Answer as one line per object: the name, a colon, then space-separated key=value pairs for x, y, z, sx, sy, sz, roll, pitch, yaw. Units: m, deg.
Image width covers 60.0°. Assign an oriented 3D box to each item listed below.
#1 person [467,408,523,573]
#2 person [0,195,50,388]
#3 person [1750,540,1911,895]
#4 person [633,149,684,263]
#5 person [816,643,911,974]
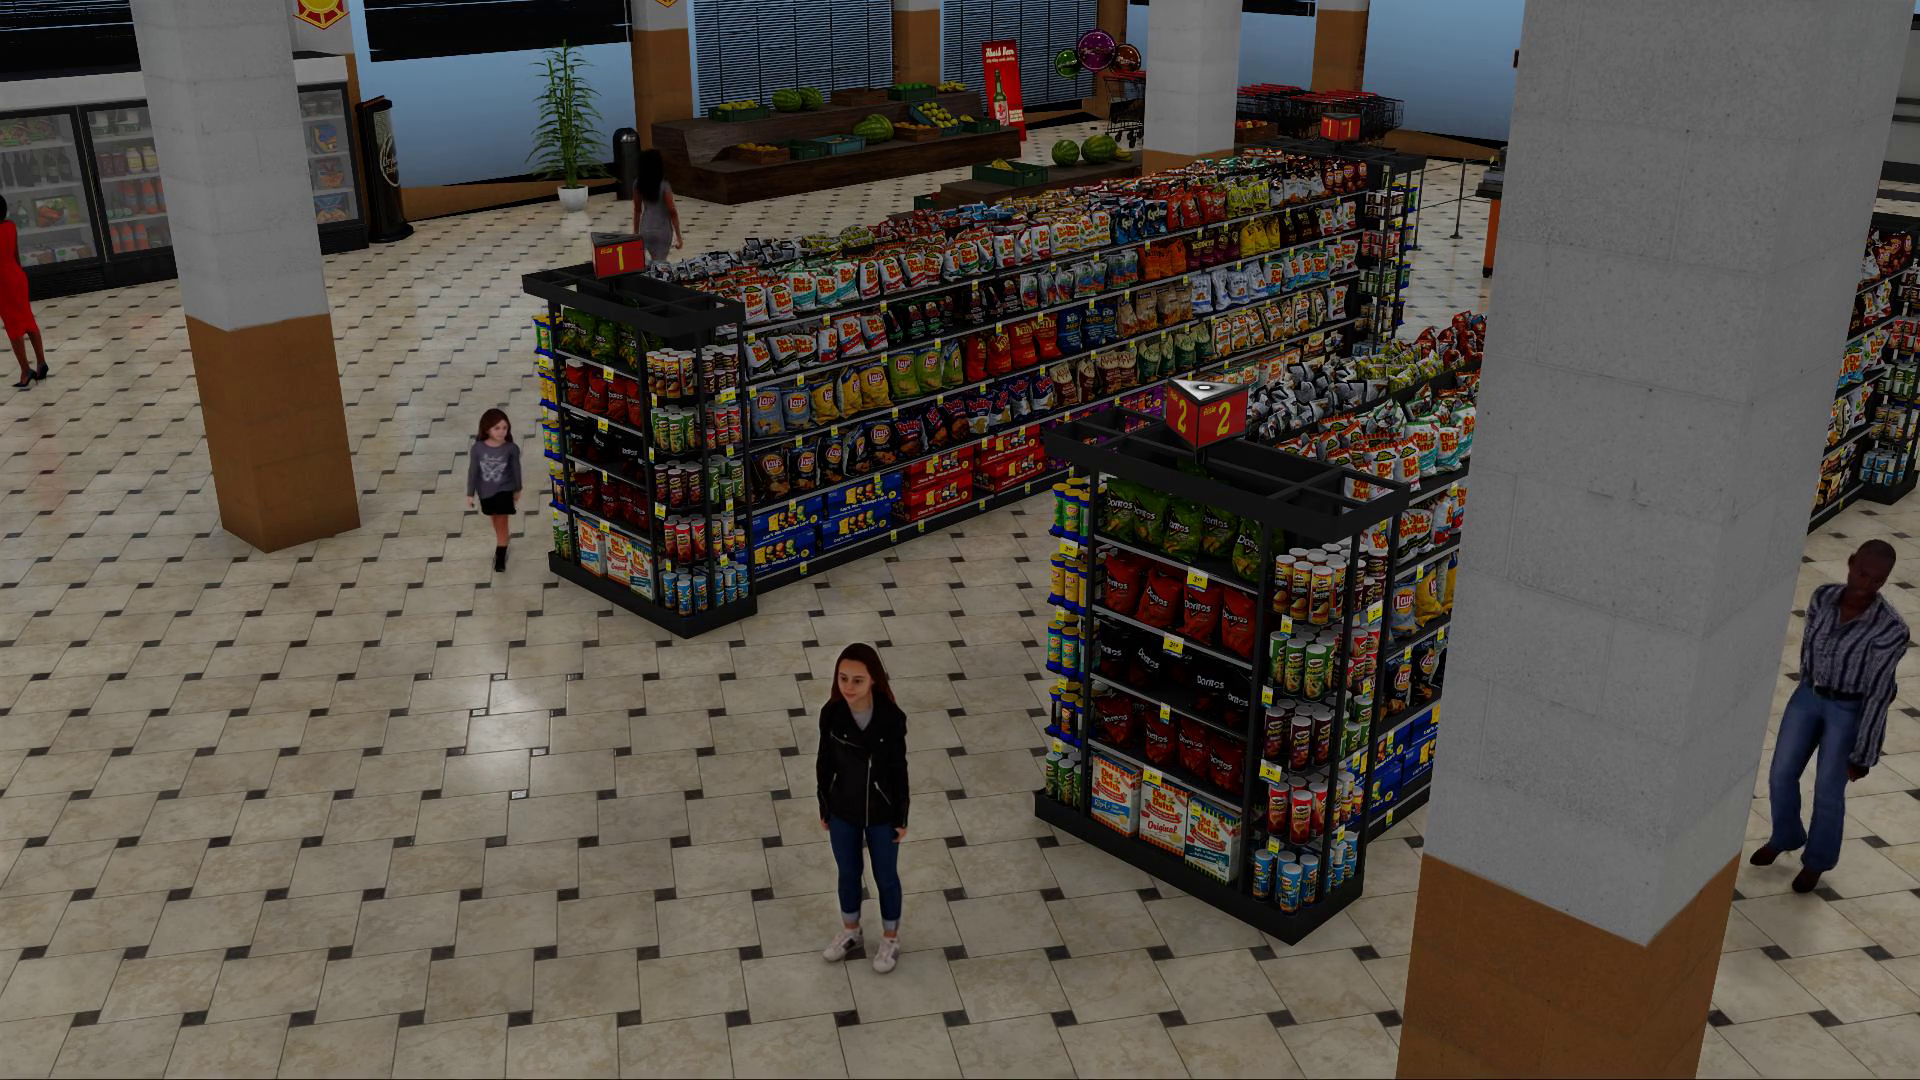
person: x=-3.075 y=-0.357 z=11.048 sx=0.809 sy=1.074 sz=0.845 roll=-1 pitch=22 yaw=-3
person: x=-8.474 y=-2.238 z=14.831 sx=0.711 sy=1.743 sz=0.610 roll=5 pitch=22 yaw=11
person: x=3.845 y=0.782 z=7.298 sx=0.770 sy=1.756 sz=0.765 roll=-6 pitch=23 yaw=-14
person: x=-3.104 y=-2.998 z=16.714 sx=0.846 sy=1.750 sz=1.095 roll=10 pitch=24 yaw=23
person: x=-0.390 y=1.095 z=6.888 sx=0.632 sy=1.481 sz=0.659 roll=5 pitch=22 yaw=12
